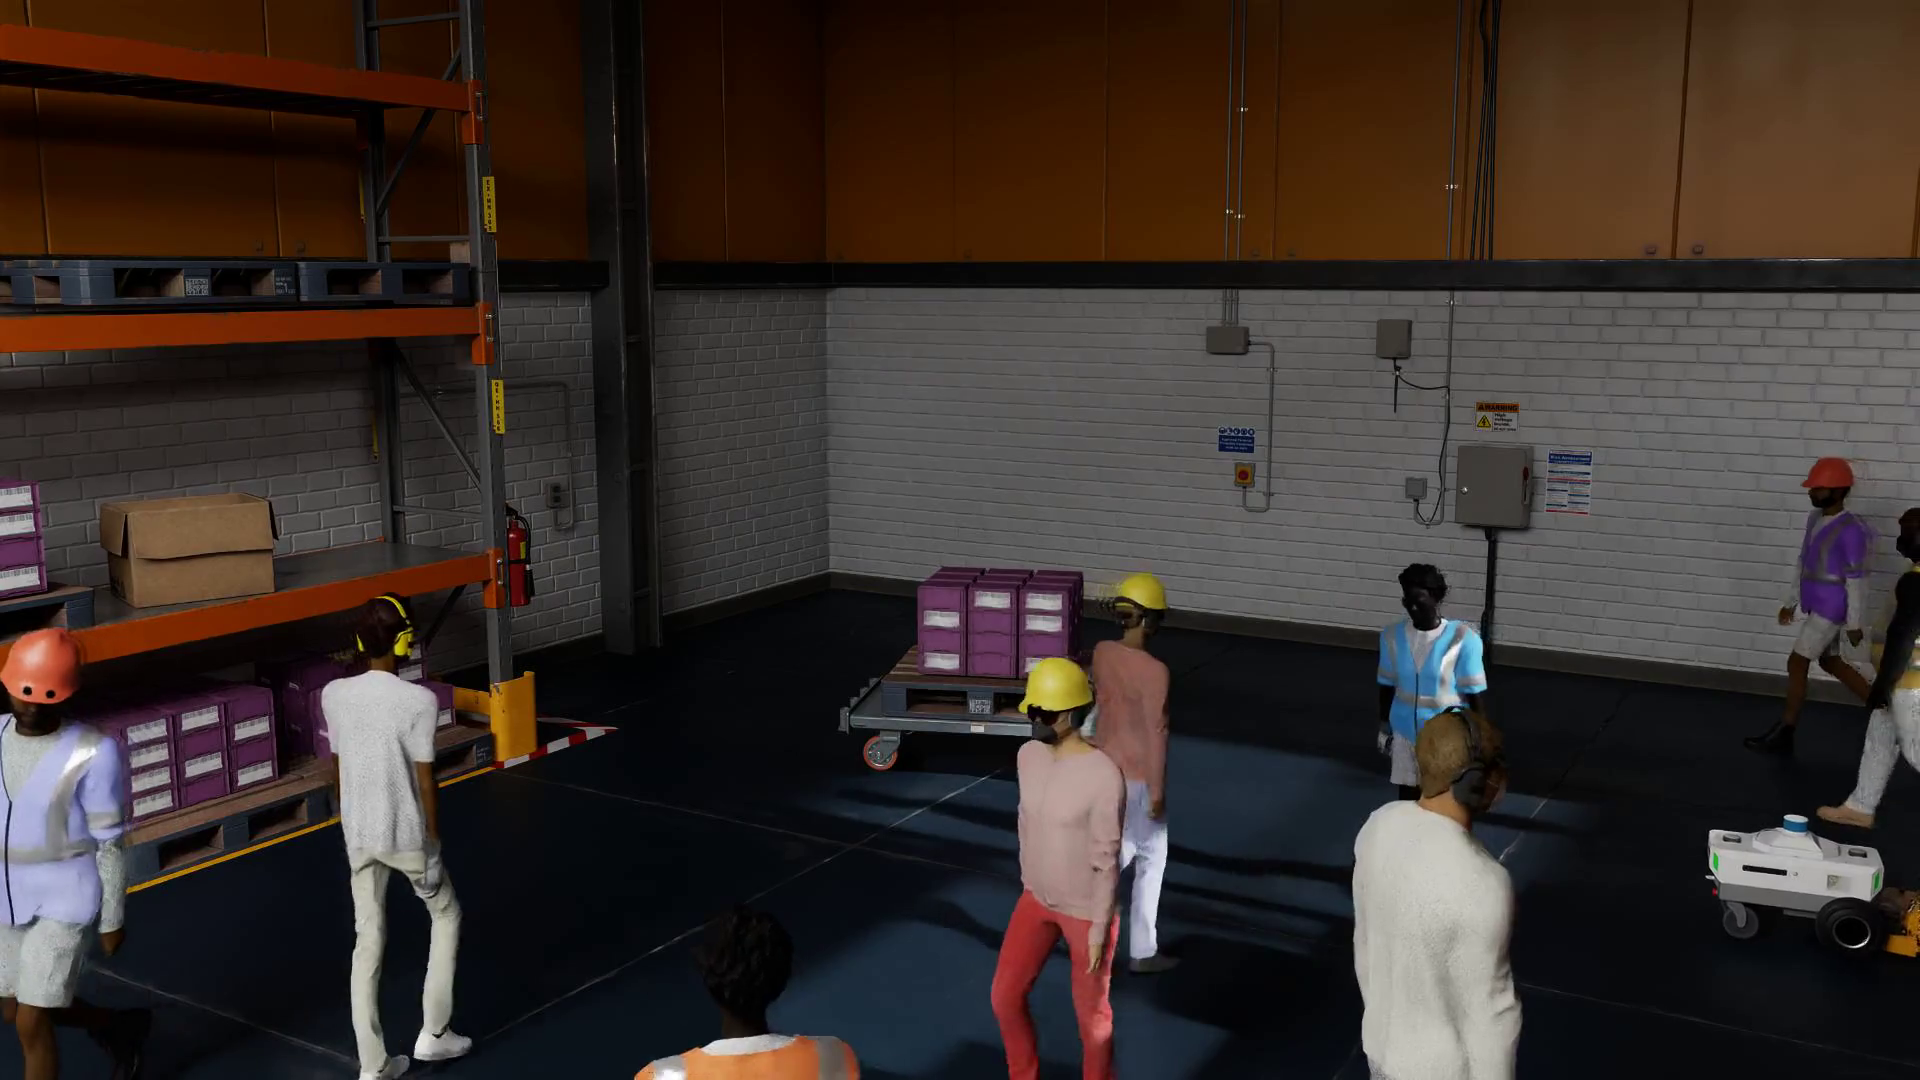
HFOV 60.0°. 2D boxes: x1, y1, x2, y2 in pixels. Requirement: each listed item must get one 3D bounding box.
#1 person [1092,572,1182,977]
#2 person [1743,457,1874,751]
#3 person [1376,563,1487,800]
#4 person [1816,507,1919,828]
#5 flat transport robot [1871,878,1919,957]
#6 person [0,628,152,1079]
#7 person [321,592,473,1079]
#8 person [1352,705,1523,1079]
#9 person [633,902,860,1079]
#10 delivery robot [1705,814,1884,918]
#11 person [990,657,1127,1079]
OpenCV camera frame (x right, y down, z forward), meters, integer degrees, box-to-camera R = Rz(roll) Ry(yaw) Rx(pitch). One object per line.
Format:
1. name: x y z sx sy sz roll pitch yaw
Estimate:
1. person: 0.725 1.009 7.236 0.452 1.746 0.541 -5 11 -30
2. person: 5.539 0.413 10.502 0.950 1.907 0.539 1 9 8
3. person: 2.264 0.925 7.969 0.564 1.673 0.484 8 12 41
4. person: 5.117 0.730 8.807 0.890 1.812 0.627 7 12 39
5. flat transport robot: 4.791 1.744 7.243 1.431 0.197 0.652 7 11 37
6. person: -3.043 1.193 5.636 0.578 1.898 0.786 2 9 12
7. person: -2.122 1.116 6.234 0.504 1.851 0.604 2 9 9
8. person: 1.237 1.378 4.337 0.354 1.936 0.635 -2 9 -15
9. person: -0.479 1.609 3.761 0.549 1.646 0.887 -3 10 -17
10. delivery robot: 3.798 1.499 7.597 0.707 0.478 0.477 4 10 22
11. person: 0.321 1.265 5.642 0.570 1.751 0.534 -9 13 -44
